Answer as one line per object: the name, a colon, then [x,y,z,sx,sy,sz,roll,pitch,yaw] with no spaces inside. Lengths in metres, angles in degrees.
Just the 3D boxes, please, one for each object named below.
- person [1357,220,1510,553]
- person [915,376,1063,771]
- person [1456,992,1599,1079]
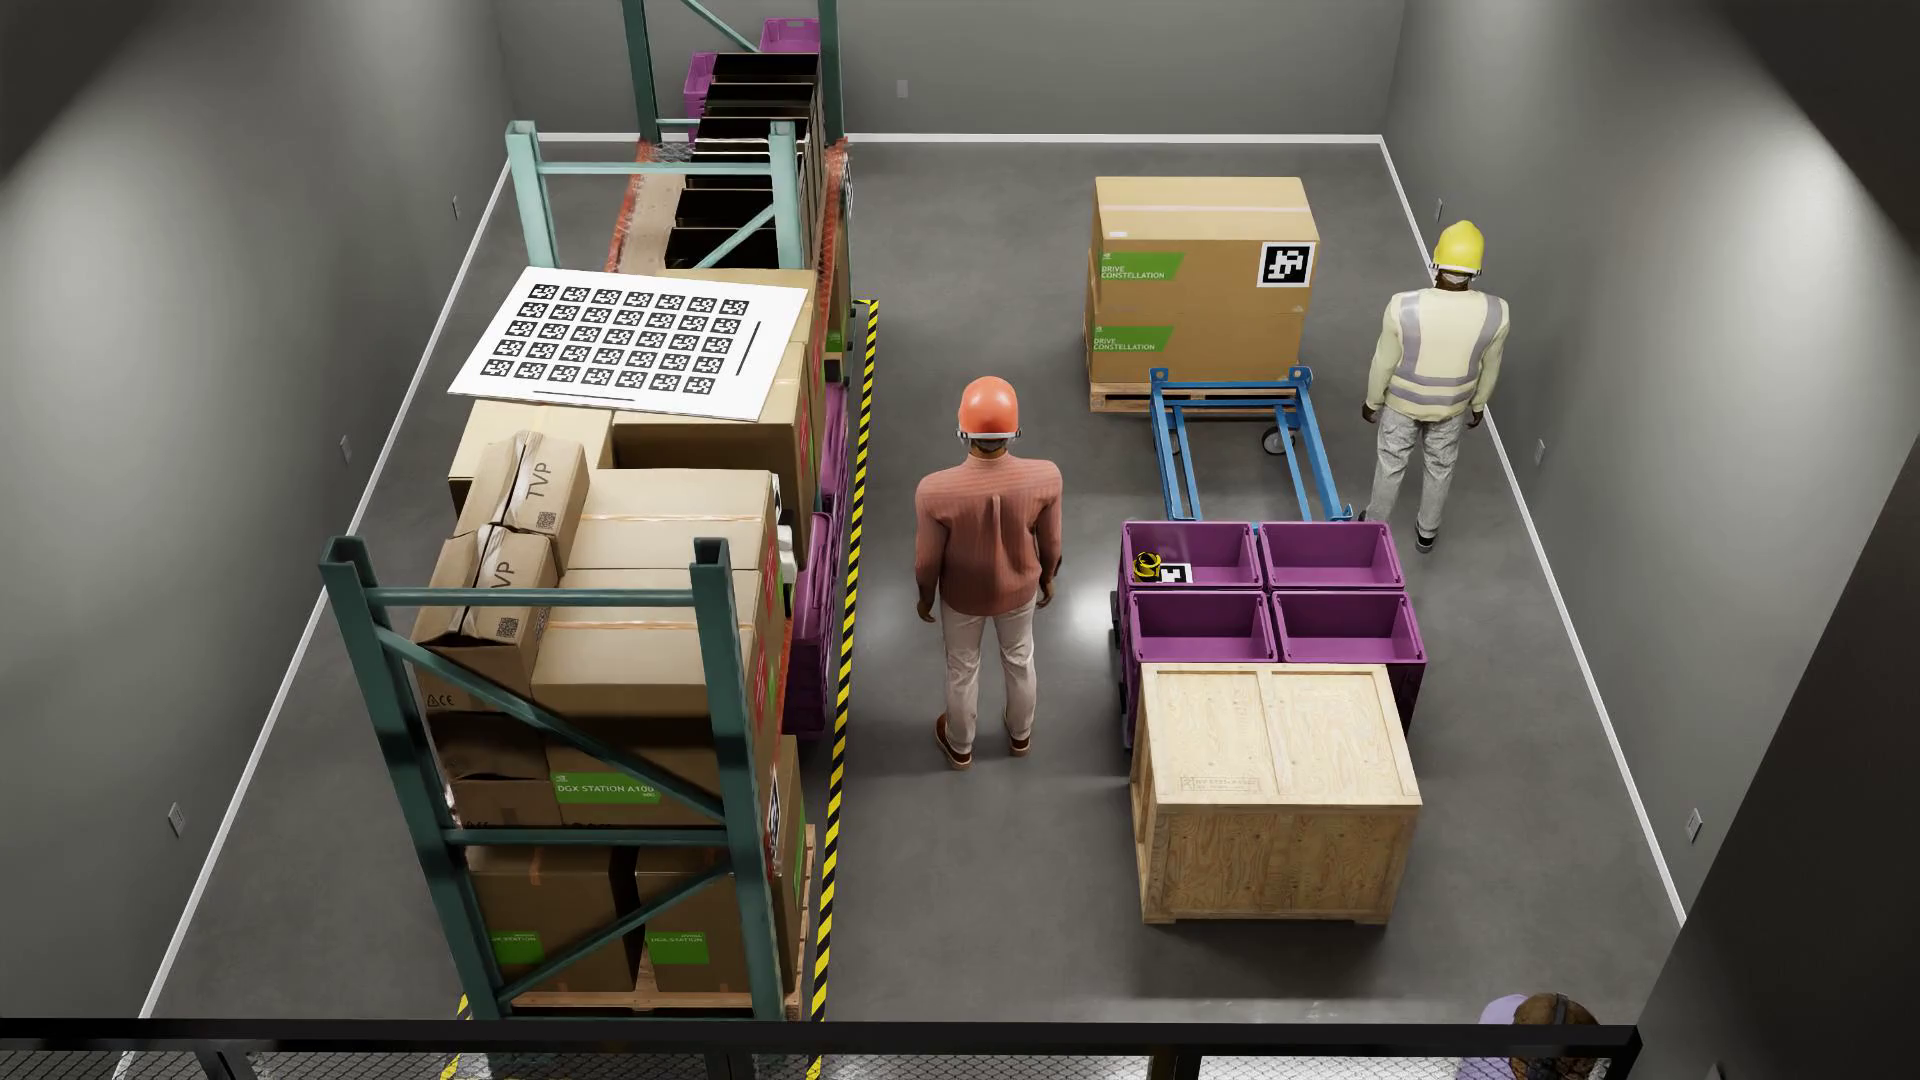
person: [2.244,-0.704,7.995,0.603,1.830,0.404,2,41,2]
person: [0.113,0.171,6.877,0.618,1.994,0.380,-9,42,-11]
person: [1.534,1.933,4.913,0.375,1.934,0.627,12,43,13]
